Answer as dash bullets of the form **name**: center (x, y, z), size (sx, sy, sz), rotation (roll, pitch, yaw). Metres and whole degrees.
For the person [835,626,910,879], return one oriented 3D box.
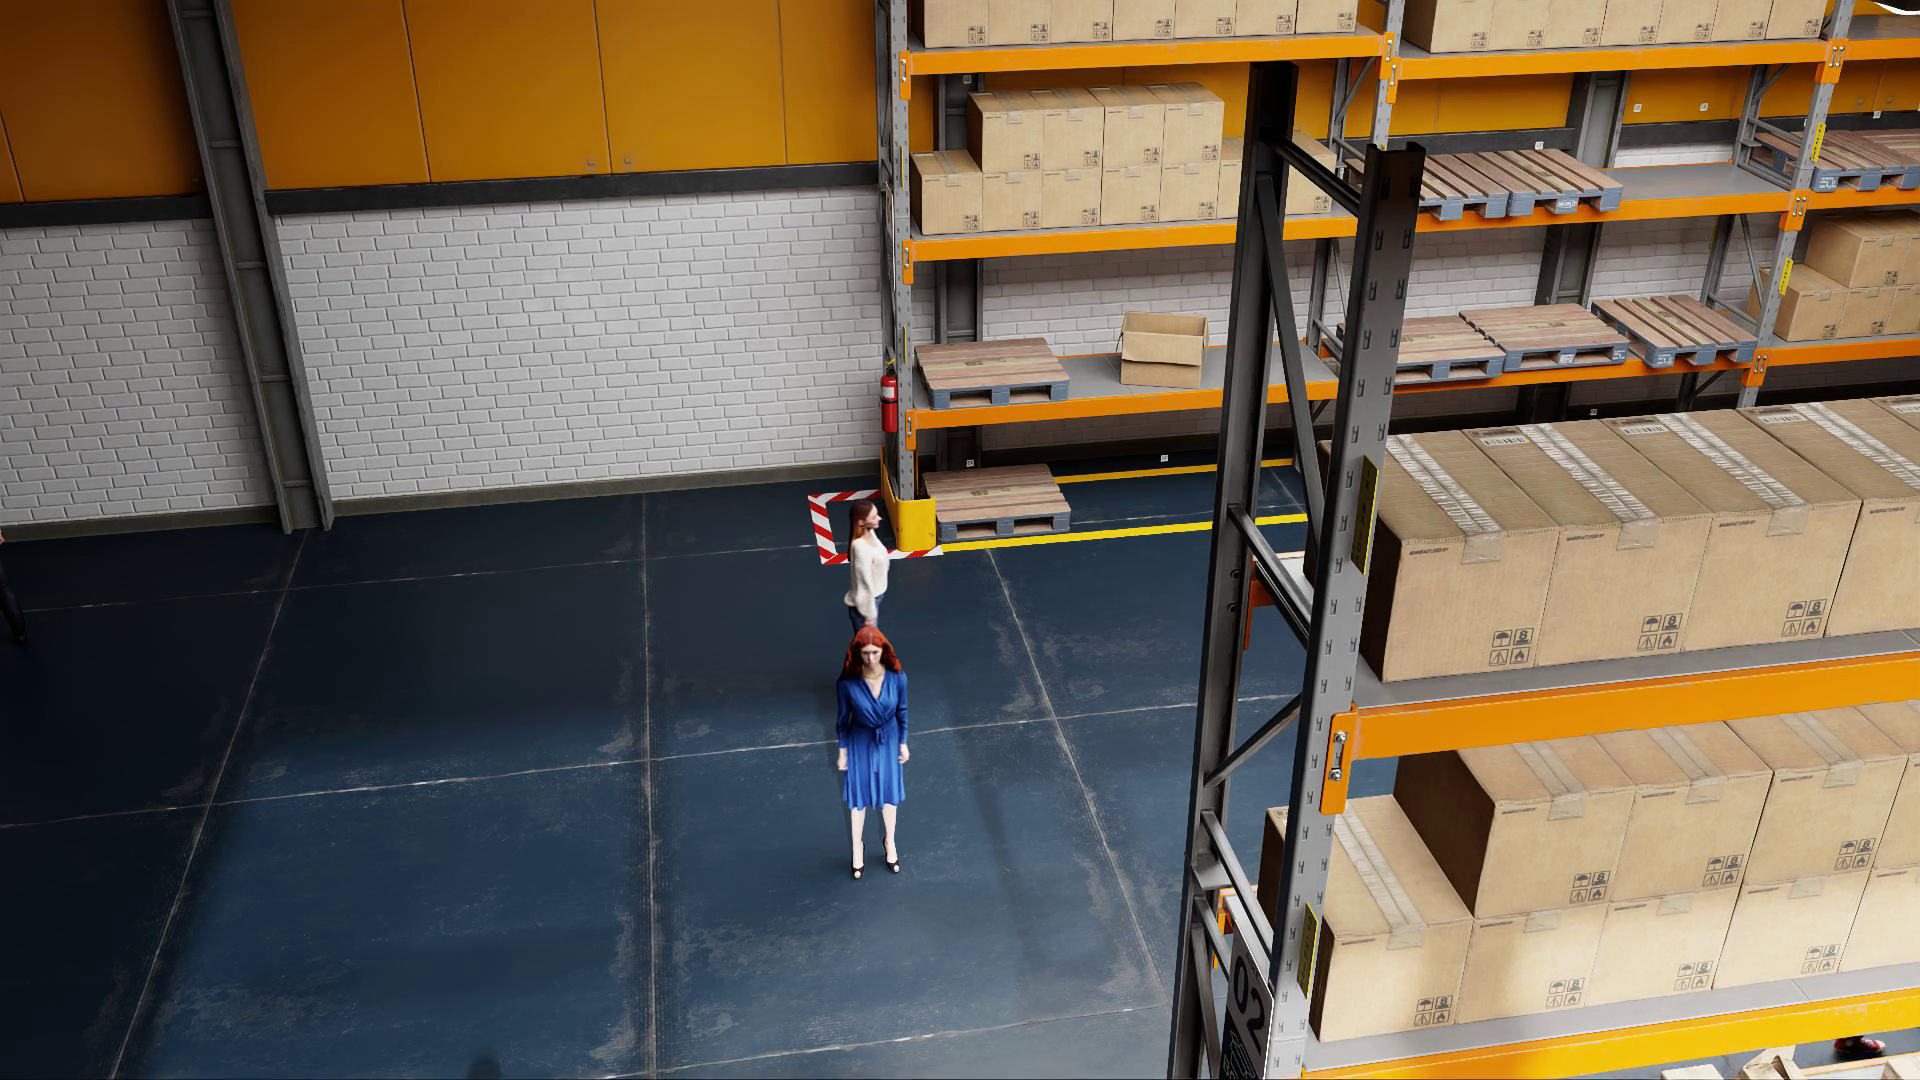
- **person**: center (-0.545, 1.336, 10.507), size (0.494, 1.828, 0.670), rotation (-5, 29, -10)

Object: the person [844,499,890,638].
- **person**: center (-0.699, 0.466, 12.246), size (0.623, 1.691, 0.664), rotation (2, 29, 3)
